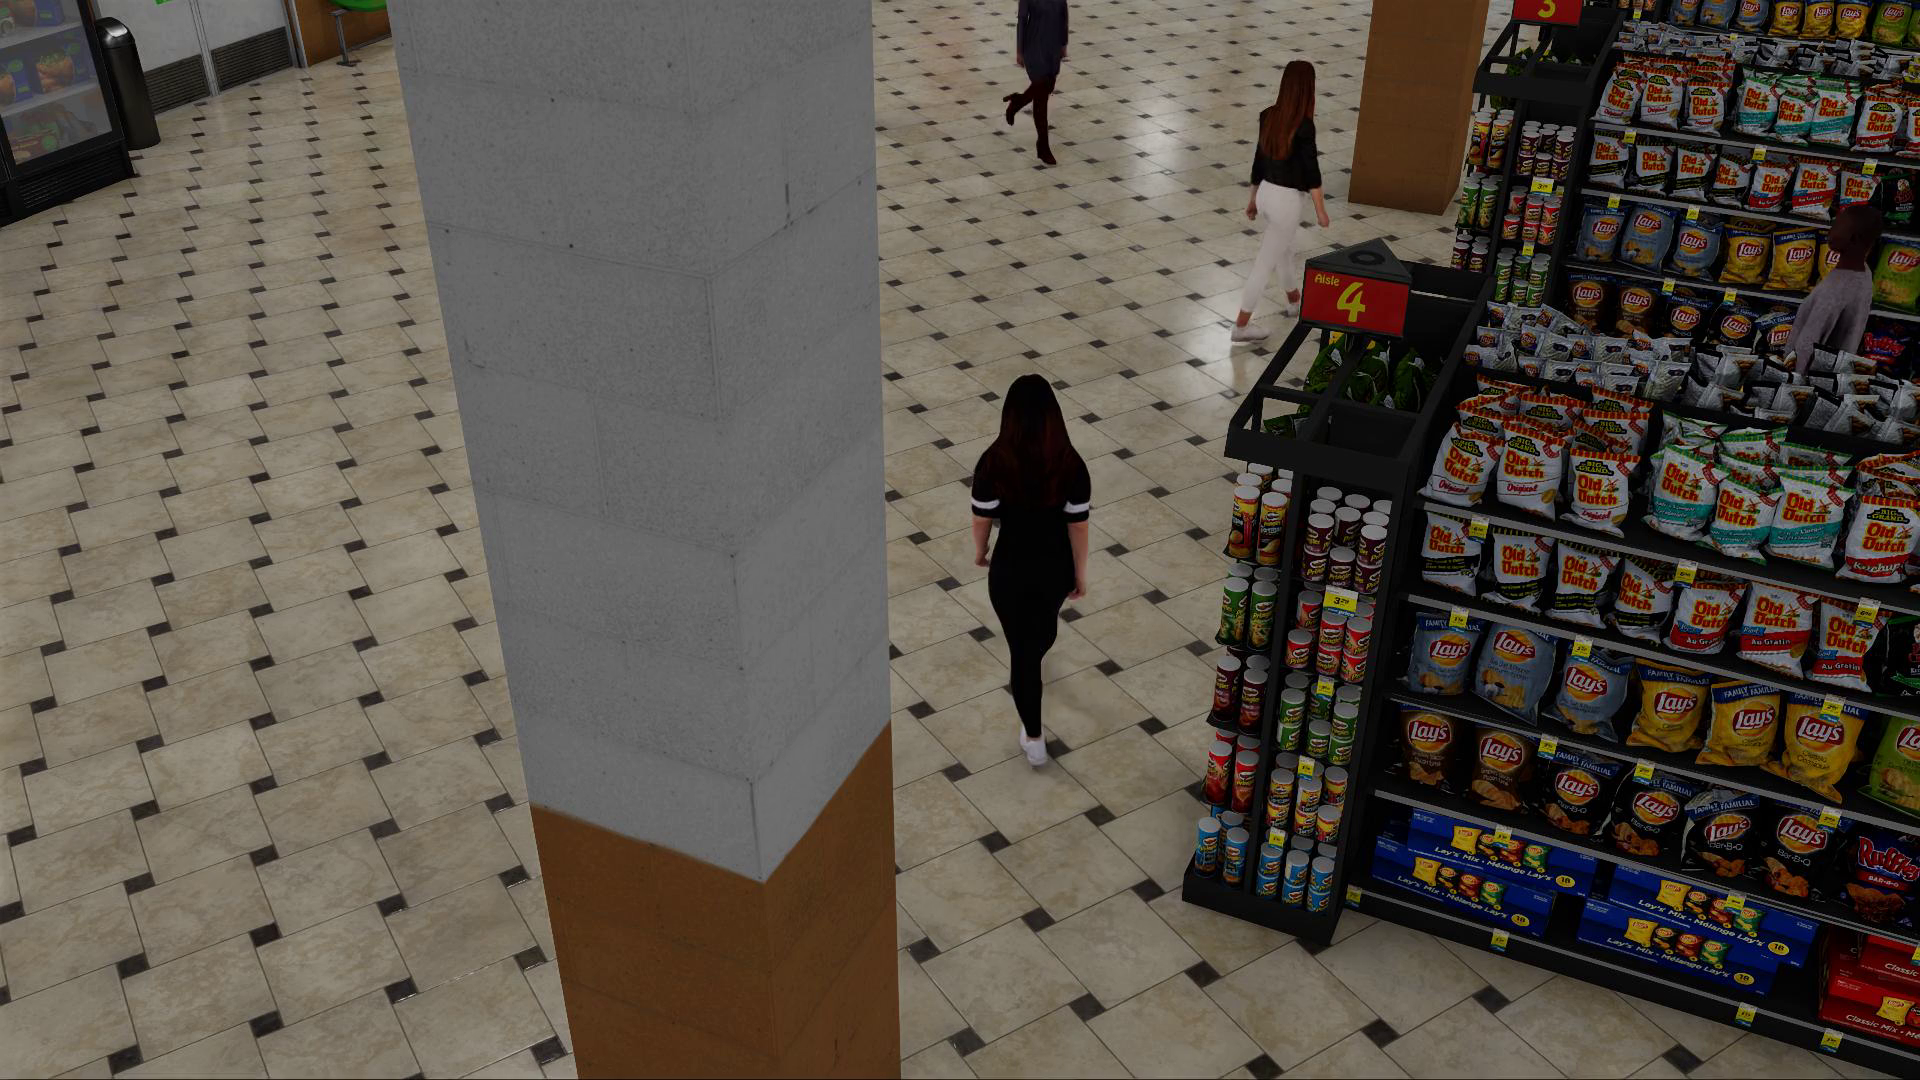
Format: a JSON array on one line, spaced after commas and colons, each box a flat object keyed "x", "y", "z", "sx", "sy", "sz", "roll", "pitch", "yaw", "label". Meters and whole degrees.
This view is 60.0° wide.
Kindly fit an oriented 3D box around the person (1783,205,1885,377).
[{"x": 4.047, "y": -0.666, "z": 7.727, "sx": 1.185, "sy": 1.730, "sz": 0.768, "roll": 21, "pitch": 38, "yaw": 30, "label": "person"}]

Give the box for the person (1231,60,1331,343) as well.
[{"x": 1.828, "y": -1.955, "z": 9.855, "sx": 1.028, "sy": 1.671, "sz": 1.013, "roll": -14, "pitch": 34, "yaw": -21, "label": "person"}]

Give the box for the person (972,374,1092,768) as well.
[{"x": 0.286, "y": 0.172, "z": 6.501, "sx": 1.062, "sy": 1.603, "sz": 0.970, "roll": -1, "pitch": 32, "yaw": -1, "label": "person"}]

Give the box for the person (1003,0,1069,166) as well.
[{"x": 0.577, "y": -3.783, "z": 12.776, "sx": 0.939, "sy": 1.688, "sz": 1.094, "roll": -18, "pitch": 36, "yaw": -26, "label": "person"}]
